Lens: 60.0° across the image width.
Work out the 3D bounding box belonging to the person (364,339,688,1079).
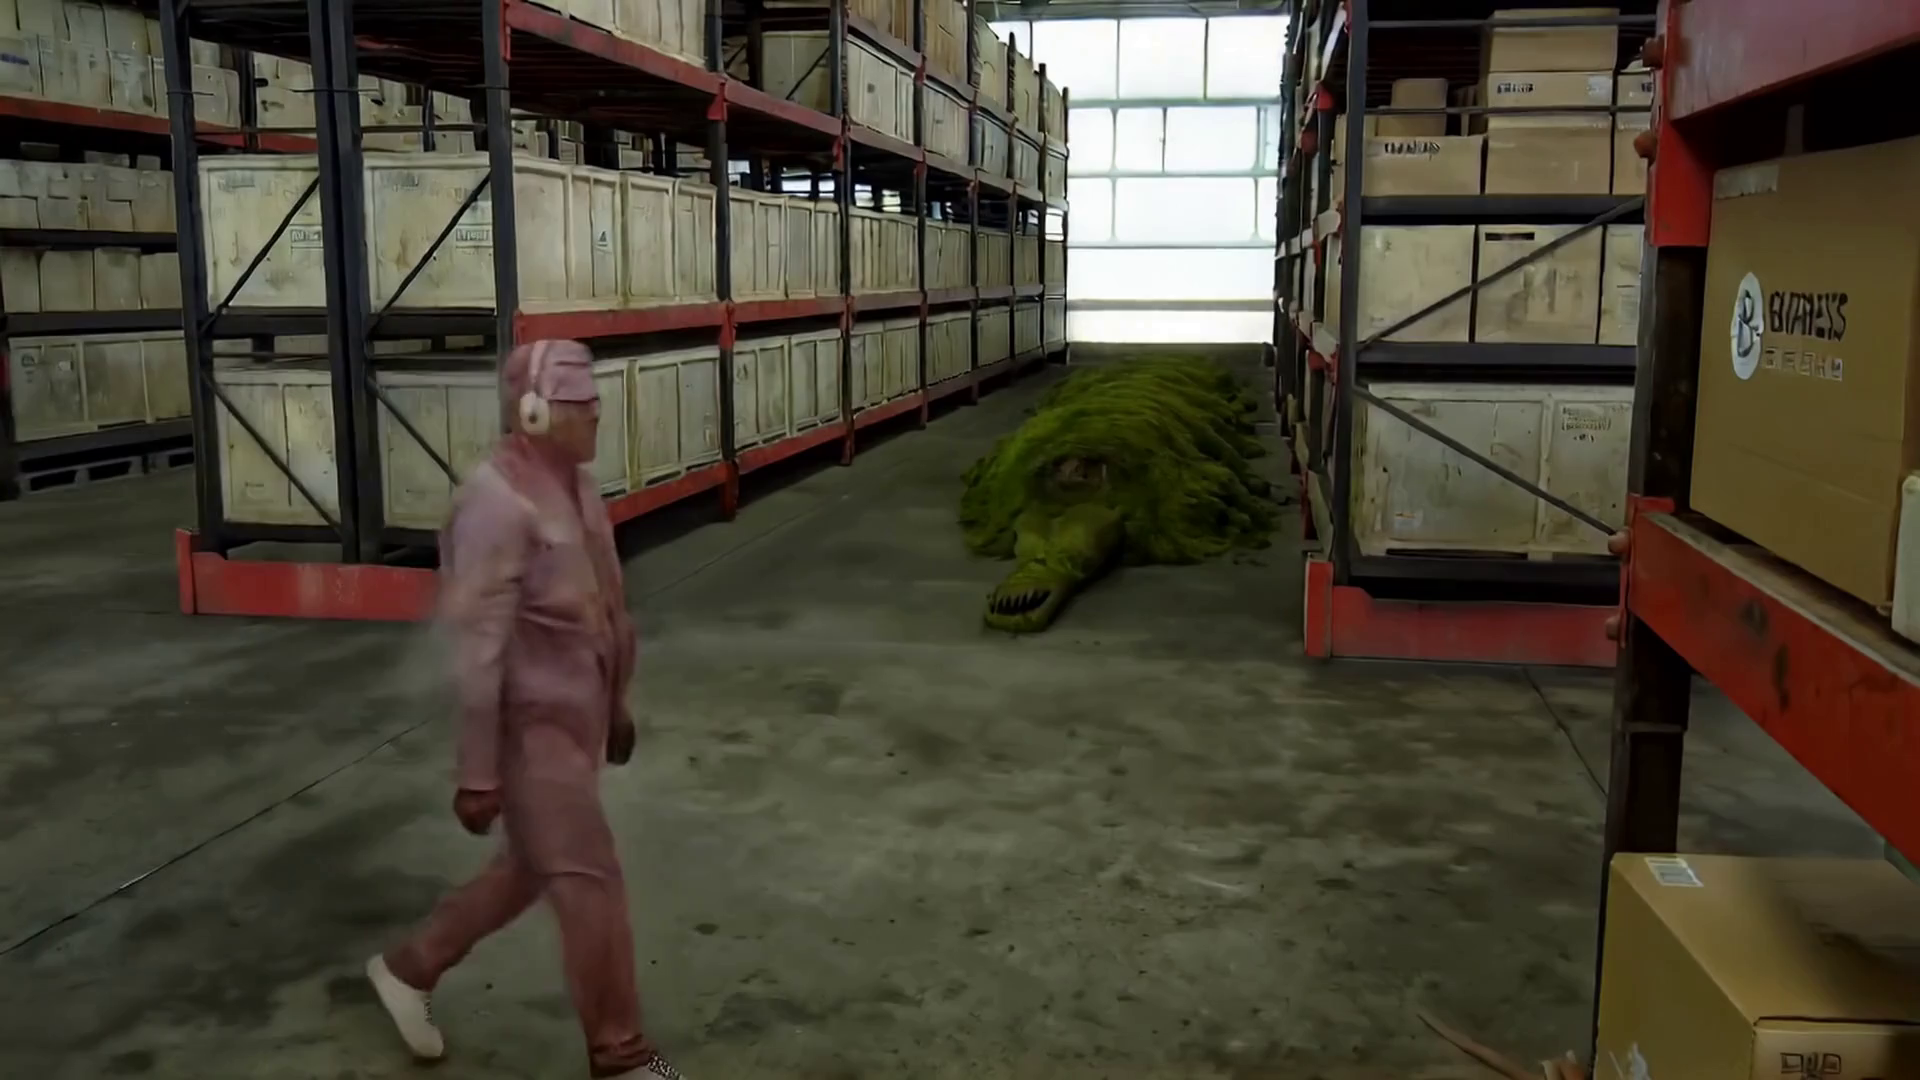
[{"bbox_3d":[-1.075,0.446,4.061,0.890,1.875,0.653,1,9,7],"label":"person"}]
